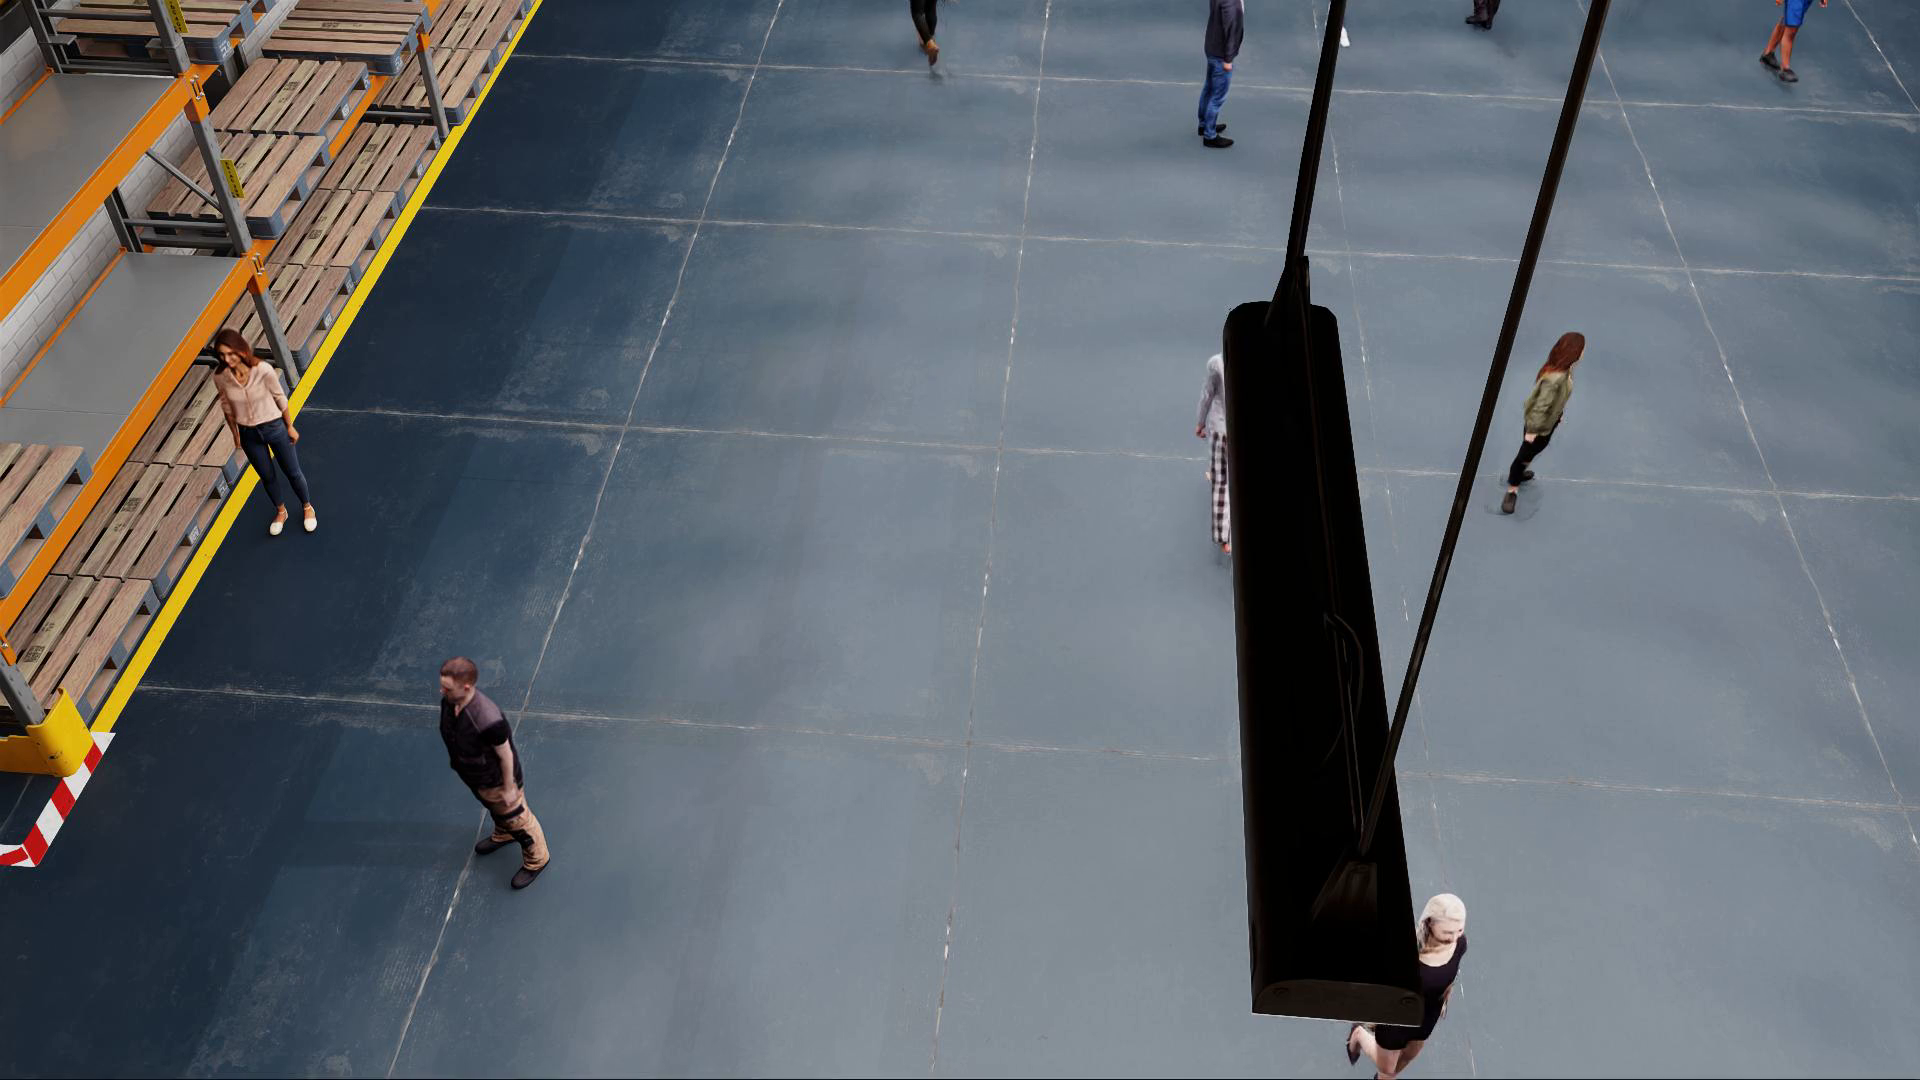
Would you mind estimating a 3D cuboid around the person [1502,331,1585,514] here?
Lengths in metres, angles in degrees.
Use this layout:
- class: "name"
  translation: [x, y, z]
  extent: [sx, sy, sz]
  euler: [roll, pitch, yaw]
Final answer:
- class: "person"
  translation: [4.222, -0.854, 12.178]
  extent: [0.657, 1.456, 0.808]
  euler: [-31, 51, -28]

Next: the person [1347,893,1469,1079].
- class: "person"
  translation: [2.267, 2.334, 8.571]
  extent: [0.730, 1.817, 0.810]
  euler: [-10, 45, -11]

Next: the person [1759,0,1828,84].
- class: "person"
  translation: [8.542, -5.649, 16.979]
  extent: [0.832, 1.778, 1.042]
  euler: [-10, 45, -10]

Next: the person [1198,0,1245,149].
- class: "person"
  translation: [2.484, -4.682, 15.883]
  extent: [0.777, 1.890, 0.580]
  euler: [-4, 44, -5]

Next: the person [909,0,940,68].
- class: "person"
  translation: [-0.324, -5.709, 17.102]
  extent: [0.878, 1.695, 1.060]
  euler: [-16, 46, -16]

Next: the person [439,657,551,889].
- class: "person"
  translation: [-2.714, 1.306, 9.633]
  extent: [0.773, 1.841, 0.810]
  euler: [34, 53, 30]

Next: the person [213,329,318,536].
- class: "person"
  translation: [-4.958, -0.781, 11.860]
  extent: [0.645, 1.790, 0.601]
  euler: [-6, 44, -7]
